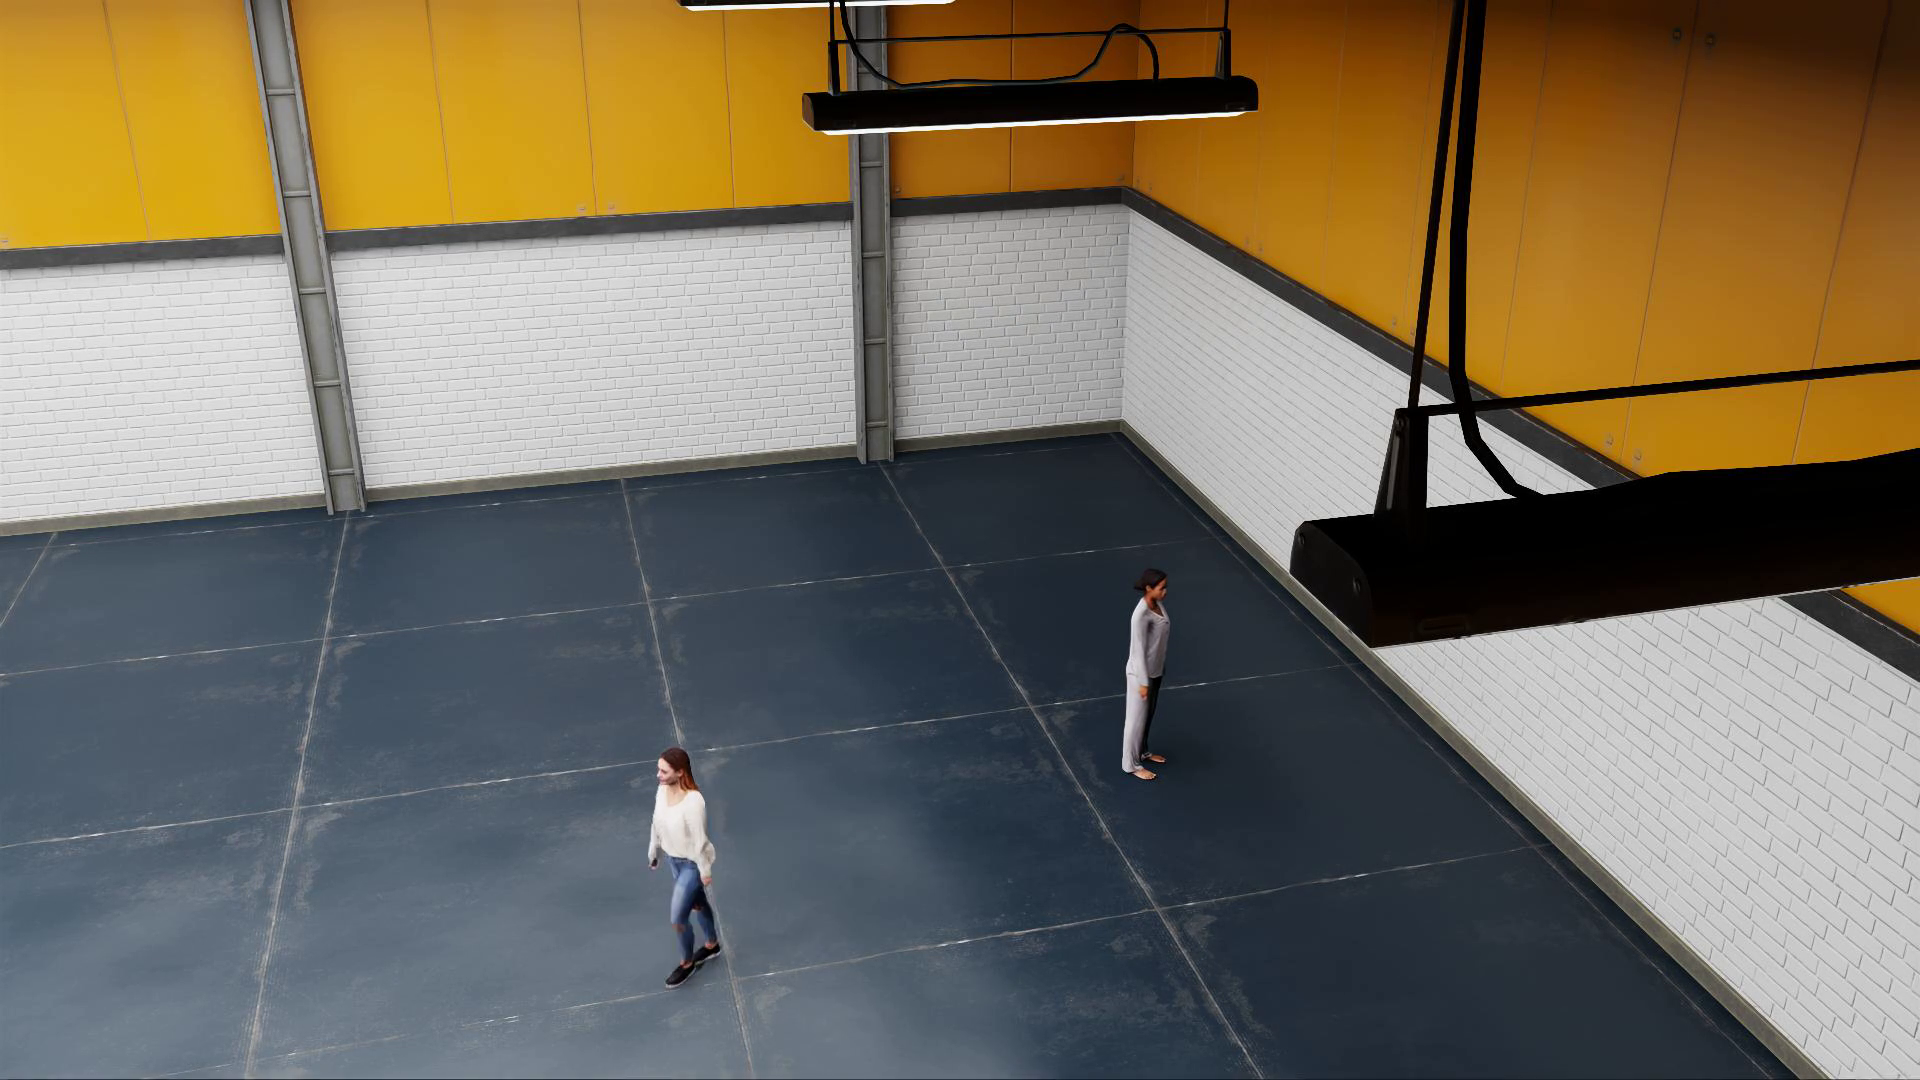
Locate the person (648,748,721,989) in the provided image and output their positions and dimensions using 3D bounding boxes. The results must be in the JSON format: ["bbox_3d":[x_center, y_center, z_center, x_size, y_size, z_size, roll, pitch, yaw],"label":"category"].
[{"bbox_3d":[-1.707,2.074,10.835,0.859,1.674,0.802,-19,30,-37],"label":"person"}]

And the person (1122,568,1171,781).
[{"bbox_3d":[1.465,1.022,13.160,0.748,1.740,0.715,10,25,21],"label":"person"}]
